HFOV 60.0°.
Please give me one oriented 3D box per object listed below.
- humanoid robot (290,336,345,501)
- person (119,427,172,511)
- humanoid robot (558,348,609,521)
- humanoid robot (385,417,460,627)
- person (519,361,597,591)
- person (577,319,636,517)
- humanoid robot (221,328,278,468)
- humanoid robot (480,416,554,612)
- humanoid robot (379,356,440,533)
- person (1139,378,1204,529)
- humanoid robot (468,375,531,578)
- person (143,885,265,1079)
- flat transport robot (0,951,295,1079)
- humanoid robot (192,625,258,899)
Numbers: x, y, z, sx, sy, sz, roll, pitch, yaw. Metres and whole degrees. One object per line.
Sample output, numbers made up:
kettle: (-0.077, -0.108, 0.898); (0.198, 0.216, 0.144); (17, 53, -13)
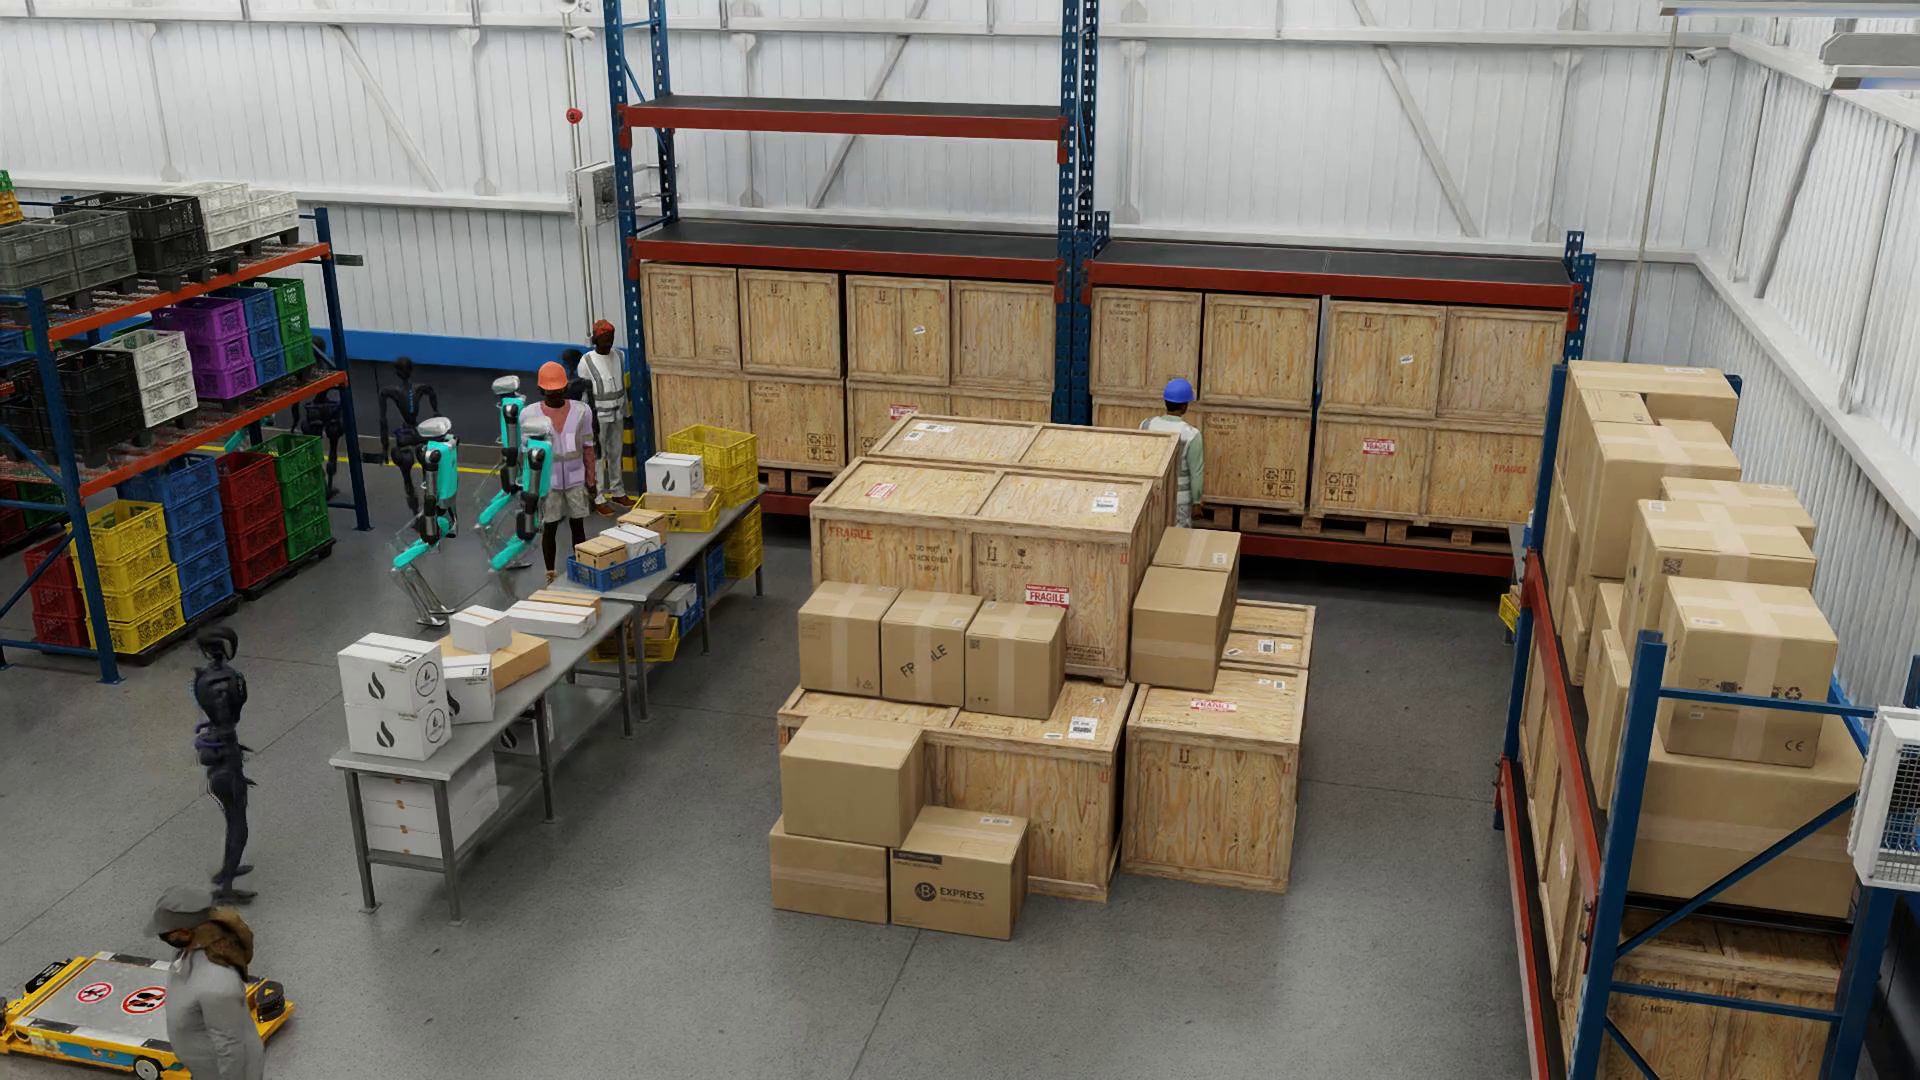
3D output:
humanoid robot: (-6.205, -1.171, 16.165); (0.600, 1.637, 0.484); (-11, 24, -27)
person: (-7.272, -0.808, 14.998); (0.619, 1.806, 0.672); (4, 21, 11)
humanoid robot: (-3.654, -0.987, 15.703); (0.600, 1.664, 0.643); (11, 24, 27)
humanoid robot: (-4.317, -0.155, 13.254); (0.733, 1.691, 0.531); (1, 21, 4)
person: (-3.319, -0.495, 13.861); (0.605, 2.044, 0.369); (-9, 23, -22)
person: (-3.358, -1.171, 15.844); (0.355, 1.887, 0.573); (14, 25, 32)
humanoid robot: (-6.981, -1.242, 16.193); (0.734, 1.758, 0.537); (5, 21, 13)
humanoid robot: (-3.617, -0.116, 13.326); (0.834, 1.791, 0.589); (-3, 21, -8)
humanoid robot: (-5.068, -0.877, 15.370); (0.595, 1.645, 0.373); (-14, 25, -32)
person: (1.737, -0.382, 13.694); (0.614, 1.945, 0.402); (17, 27, 37)
humanoid robot: (-4.020, -0.531, 14.334); (0.677, 1.778, 0.548); (-3, 21, -8)
person: (-3.150, 2.231, 7.115); (0.405, 1.761, 0.563); (-13, 25, -31)
flat transport robot: (-4.270, 2.464, 8.601); (1.431, 0.231, 0.659); (5, 22, 13)
humanoid robot: (-4.328, 1.278, 9.747); (0.391, 1.641, 0.615); (-11, 24, -27)
